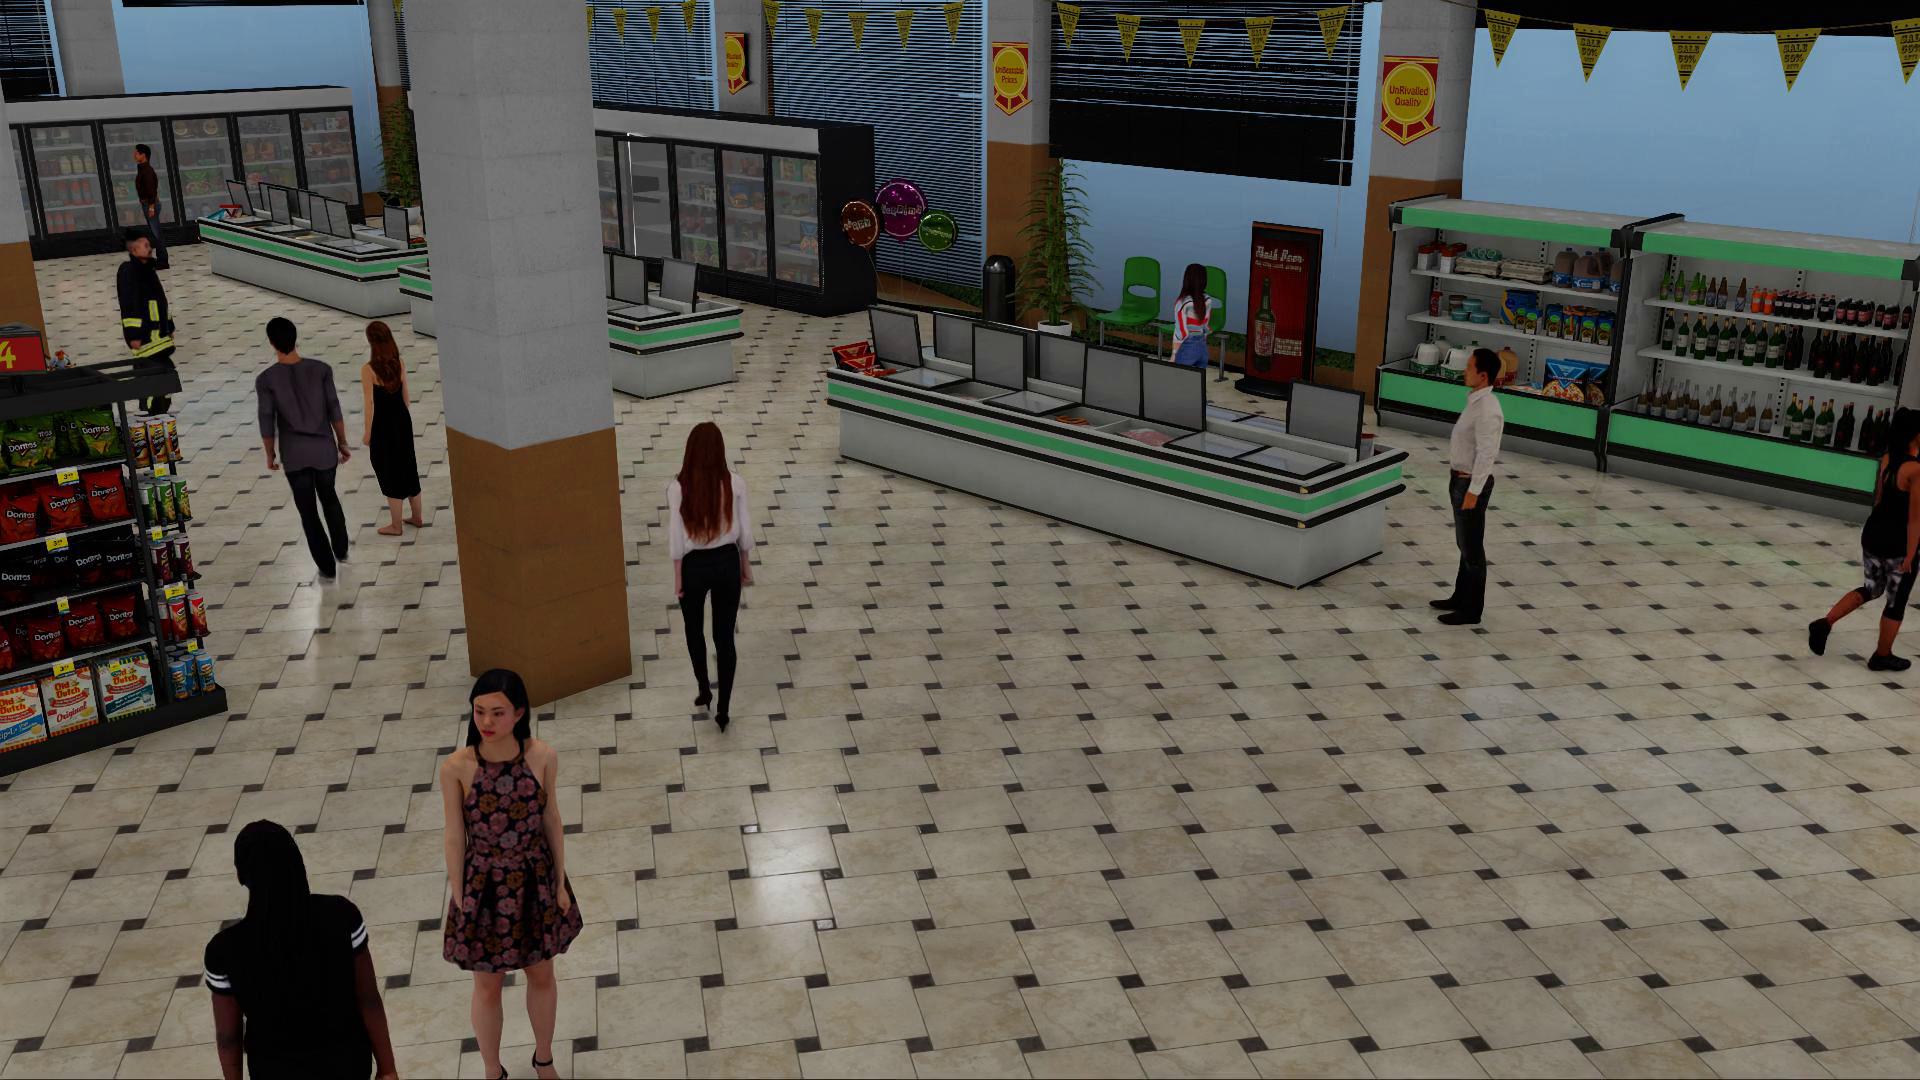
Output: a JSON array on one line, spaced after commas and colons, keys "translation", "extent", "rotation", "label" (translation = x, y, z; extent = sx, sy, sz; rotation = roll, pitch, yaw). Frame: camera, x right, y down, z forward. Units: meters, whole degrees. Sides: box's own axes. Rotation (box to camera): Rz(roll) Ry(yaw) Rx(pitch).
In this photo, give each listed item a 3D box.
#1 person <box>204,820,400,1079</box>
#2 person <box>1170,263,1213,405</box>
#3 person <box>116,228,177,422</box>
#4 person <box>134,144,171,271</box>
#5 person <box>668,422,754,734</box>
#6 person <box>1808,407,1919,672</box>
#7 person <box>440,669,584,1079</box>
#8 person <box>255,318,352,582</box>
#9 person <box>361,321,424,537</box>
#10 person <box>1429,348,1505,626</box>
[{"translation": [-1.900, 1.660, 4.932], "extent": [0.721, 1.717, 0.886], "rotation": [-11, 22, -30], "label": "person"}, {"translation": [2.101, -1.703, 15.067], "extent": [0.611, 1.614, 0.543], "rotation": [-14, 23, -36], "label": "person"}, {"translation": [-7.656, -1.966, 15.478], "extent": [0.978, 1.851, 0.910], "rotation": [0, 19, -1], "label": "person"}, {"translation": [-11.693, -4.822, 24.053], "extent": [0.744, 1.782, 0.525], "rotation": [-12, 22, -32], "label": "person"}, {"translation": [-1.352, 0.243, 9.091], "extent": [0.764, 1.744, 0.816], "rotation": [-5, 19, -14], "label": "person"}, {"translation": [5.490, 0.009, 9.930], "extent": [0.958, 1.651, 0.932], "rotation": [-2, 19, -5], "label": "person"}, {"translation": [-1.609, 1.284, 5.960], "extent": [0.763, 1.773, 0.787], "rotation": [-9, 20, -24], "label": "person"}, {"translation": [-4.460, -0.585, 11.412], "extent": [0.761, 1.831, 0.739], "rotation": [-11, 22, -30], "label": "person"}, {"translation": [-4.276, -0.842, 12.494], "extent": [0.632, 1.626, 0.625], "rotation": [11, 21, 29], "label": "person"}, {"translation": [3.314, -0.346, 10.732], "extent": [0.763, 1.811, 0.745], "rotation": [3, 19, 9], "label": "person"}]
